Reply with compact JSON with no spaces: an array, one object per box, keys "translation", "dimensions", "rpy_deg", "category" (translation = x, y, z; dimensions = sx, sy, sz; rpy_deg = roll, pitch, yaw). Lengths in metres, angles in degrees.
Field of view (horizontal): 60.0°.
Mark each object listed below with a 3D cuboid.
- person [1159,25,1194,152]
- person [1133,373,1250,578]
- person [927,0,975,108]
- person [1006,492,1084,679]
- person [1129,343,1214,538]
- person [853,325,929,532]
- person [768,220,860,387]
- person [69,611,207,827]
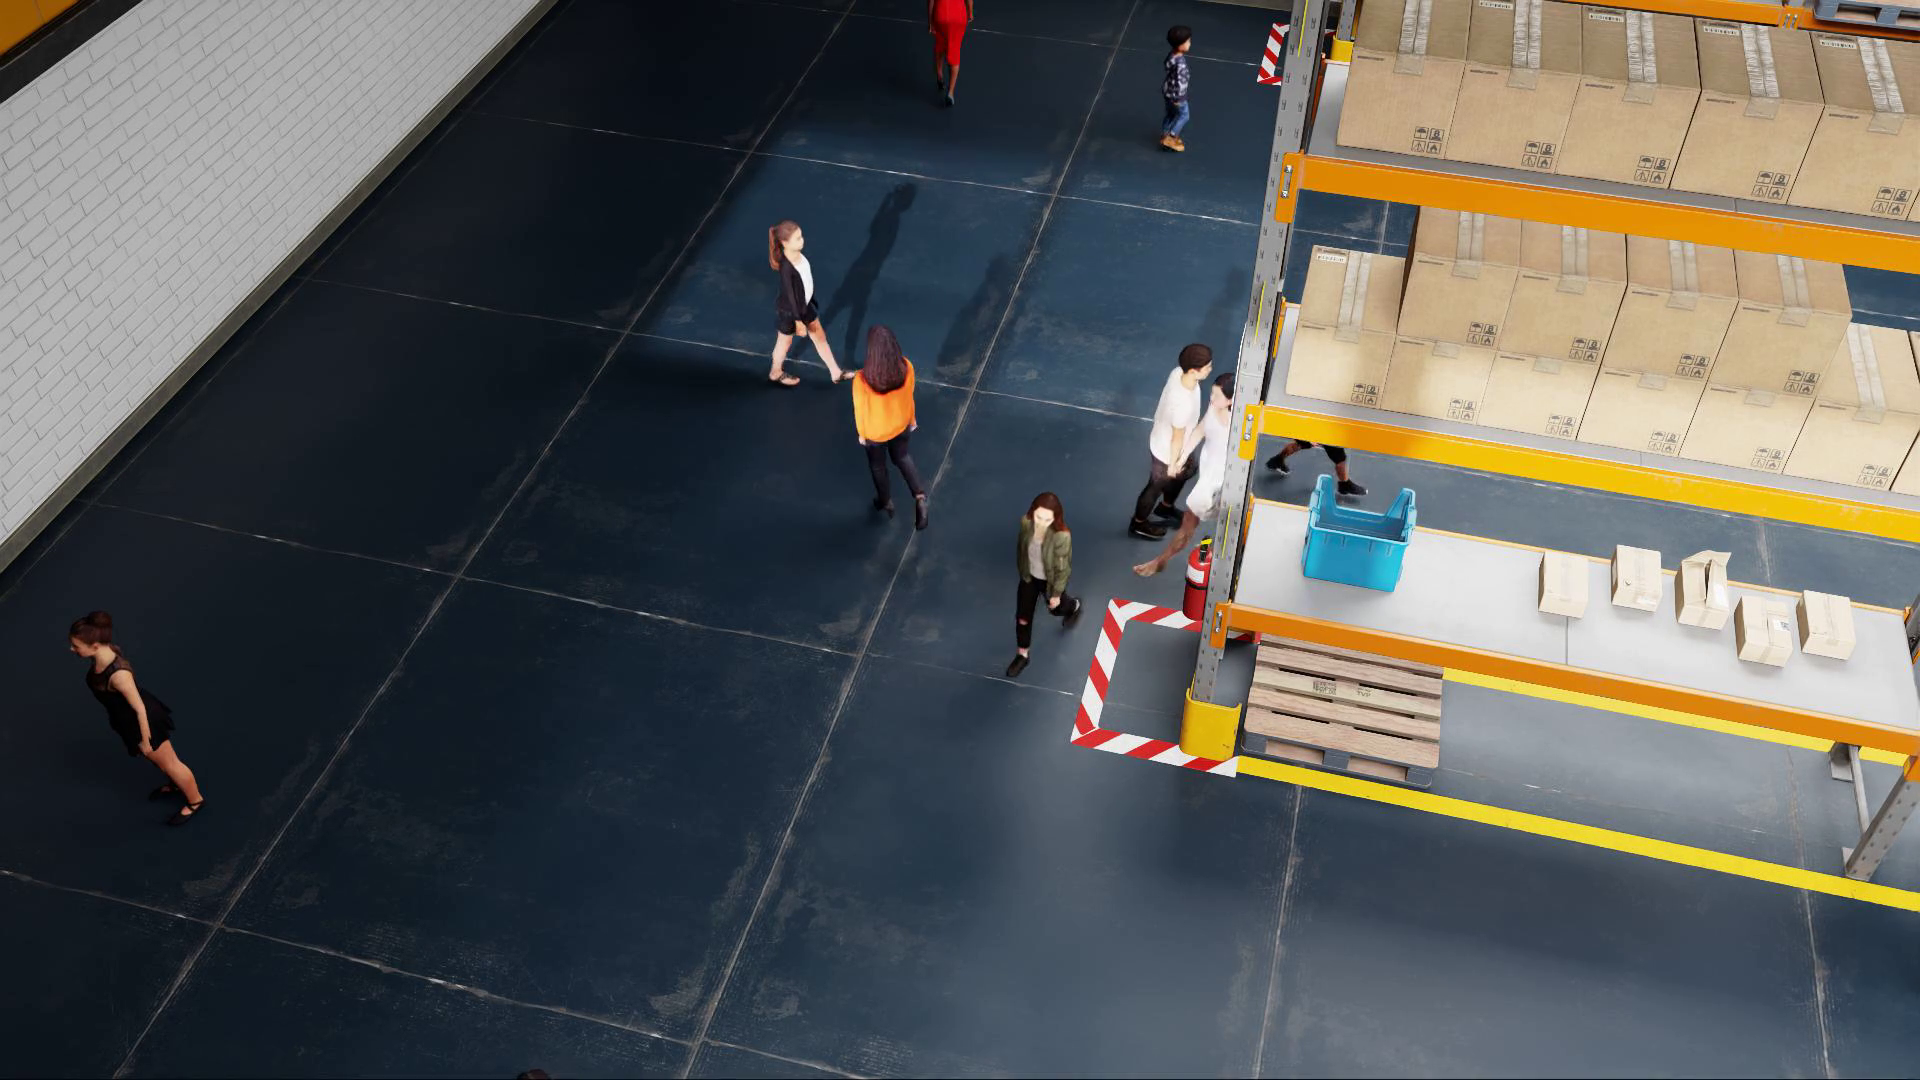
[{"translation":[1.985,-4.242,15.646],"dimensions":[0.601,1.239,0.572],"rpy_deg":[-8,44,-9],"category":"person"},{"translation":[1.861,-0.432,11.295],"dimensions":[1.251,1.726,1.021],"rpy_deg":[-10,45,-10],"category":"person"},{"translation":[-0.102,-4.972,16.056],"dimensions":[0.696,1.732,0.705],"rpy_deg":[4,44,4],"category":"person"},{"translation":[0.591,0.218,10.814],"dimensions":[1.007,1.447,0.853],"rpy_deg":[25,49,24],"category":"person"},{"translation":[1.424,-0.700,11.597],"dimensions":[0.687,1.696,0.659],"rpy_deg":[7,44,7],"category":"person"},{"translation":[-0.470,-0.727,11.602],"dimensions":[0.958,1.729,1.025],"rpy_deg":[-21,48,-21],"category":"person"},{"translation":[-1.360,-1.808,12.881],"dimensions":[0.964,1.529,0.561],"rpy_deg":[10,44,10],"category":"person"},{"translation":[-4.844,1.043,9.784],"dimensions":[0.737,1.675,0.650],"rpy_deg":[-33,52,-29],"category":"person"}]
